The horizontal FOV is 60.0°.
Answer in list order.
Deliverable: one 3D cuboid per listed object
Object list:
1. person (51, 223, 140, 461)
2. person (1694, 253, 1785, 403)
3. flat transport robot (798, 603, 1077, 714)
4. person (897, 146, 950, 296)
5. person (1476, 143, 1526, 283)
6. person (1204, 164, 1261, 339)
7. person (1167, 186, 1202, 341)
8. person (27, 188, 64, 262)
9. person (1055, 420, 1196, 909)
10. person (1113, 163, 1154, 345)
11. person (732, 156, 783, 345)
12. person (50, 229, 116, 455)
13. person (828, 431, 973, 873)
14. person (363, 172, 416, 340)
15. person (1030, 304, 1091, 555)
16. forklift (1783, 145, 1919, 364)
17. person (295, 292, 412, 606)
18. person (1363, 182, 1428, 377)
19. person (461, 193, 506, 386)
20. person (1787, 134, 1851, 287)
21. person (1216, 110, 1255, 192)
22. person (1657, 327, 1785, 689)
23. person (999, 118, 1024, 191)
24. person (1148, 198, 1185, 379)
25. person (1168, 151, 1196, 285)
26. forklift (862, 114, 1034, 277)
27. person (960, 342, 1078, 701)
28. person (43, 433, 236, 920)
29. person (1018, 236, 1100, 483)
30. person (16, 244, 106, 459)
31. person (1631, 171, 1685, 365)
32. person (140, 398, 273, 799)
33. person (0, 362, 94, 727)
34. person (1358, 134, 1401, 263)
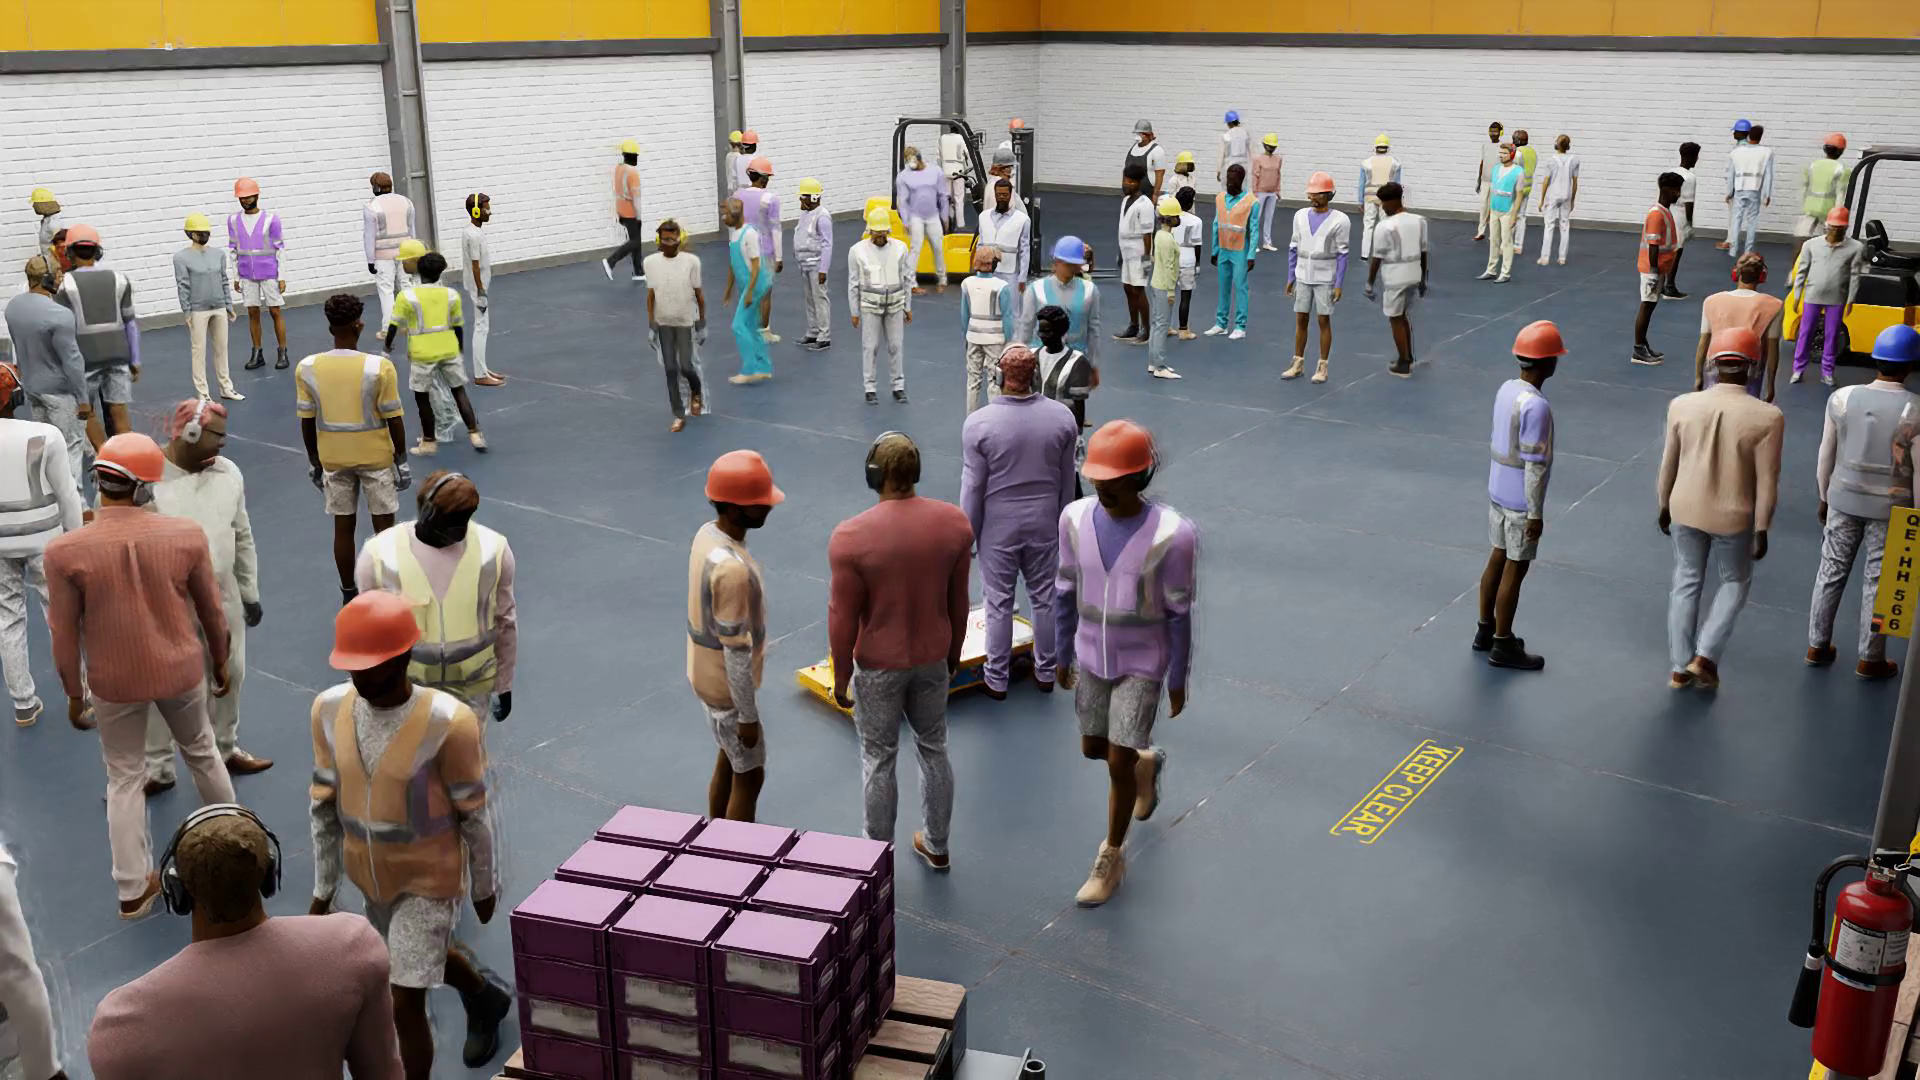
[{"bbox_3d":[-6.524,-1.380,12.620,0.567,2.005,0.626,15,23,39],"label":"person"},{"bbox_3d":[5.734,-1.194,12.331,0.566,1.835,0.382,14,23,38],"label":"person"},{"bbox_3d":[-0.111,0.635,9.131,1.431,0.197,0.652,-13,22,-35],"label":"flat transport robot"},{"bbox_3d":[-0.460,-4.079,21.258,0.665,1.890,0.487,-4,18,-11],"label":"person"},{"bbox_3d":[7.278,-4.372,22.251,0.390,1.843,0.565,-8,20,-25],"label":"person"},{"bbox_3d":[3.049,-3.199,18.466,0.398,1.917,0.589,-15,23,-39],"label":"person"},{"bbox_3d":[2.445,-3.055,18.381,0.530,1.689,0.321,15,23,39],"label":"person"},{"bbox_3d":[-9.621,-2.866,17.701,0.324,1.742,0.492,-13,22,-34],"label":"person"},{"bbox_3d":[0.701,0.454,6.898,0.612,2.017,0.822,11,21,32],"label":"person"},{"bbox_3d":[1.897,-3.124,18.175,0.383,1.954,0.646,-5,18,-16],"label":"person"},{"bbox_3d":[-2.180,-3.139,18.096,0.613,2.032,0.411,10,20,27],"label":"person"},{"bbox_3d":[-7.188,-1.623,13.646,0.514,1.857,0.358,-15,23,-38],"label":"person"},{"bbox_3d":[-0.245,0.497,6.888,0.628,1.931,0.378,-8,20,-25],"label":"person"},{"bbox_3d":[-6.315,-3.143,18.427,0.429,1.837,0.631,14,22,36],"label":"person"},{"bbox_3d":[0.628,-0.738,11.141,0.534,1.687,0.318,14,22,37],"label":"person"},{"bbox_3d":[9.803,-2.879,17.013,2.313,2.155,1.214,12,21,33],"label":"forklift"},{"bbox_3d":[-3.587,-0.491,9.915,0.618,1.962,0.361,0,18,1],"label":"person"},{"bbox_3d":[4.325,-2.587,16.542,0.641,1.920,0.592,-10,20,-30],"label":"person"},{"bbox_3d":[-4.643,-2.419,16.133,0.324,1.855,0.510,-6,19,-18],"label":"person"},{"bbox_3d":[11.352,-4.332,21.911,1.069,1.992,0.615,-15,23,-39],"label":"person"},{"bbox_3d":[4.627,-6.212,27.889,0.693,1.921,0.449,-4,18,-12],"label":"person"},{"bbox_3d":[4.004,-0.144,8.827,0.633,1.975,0.434,15,23,39],"label":"person"},{"bbox_3d":[0.855,-5.503,25.633,0.542,1.939,0.366,-9,20,-25],"label":"person"},{"bbox_3d":[2.049,-2.493,16.499,0.308,1.769,0.524,-1,18,-4],"label":"person"},{"bbox_3d":[2.964,-4.281,22.126,0.487,1.746,0.288,-16,24,-40],"label":"person"},{"bbox_3d":[-0.171,-4.594,22.377,2.313,2.155,1.214,1,18,3],"label":"forklift"},{"bbox_3d":[0.289,-0.092,8.759,0.639,1.910,0.406,-6,19,-18],"label":"person"},{"bbox_3d":[-3.319,0.524,6.780,0.653,1.949,0.543,-13,22,-34],"label":"person"},{"bbox_3d":[0.711,-1.334,12.647,0.727,1.931,0.400,-3,18,-10],"label":"person"},{"bbox_3d":[-6.914,-1.385,12.931,0.627,1.829,0.838,4,18,13],"label":"person"},{"bbox_3d":[7.190,-2.808,17.162,0.367,1.965,0.604,9,20,26],"label":"person"},{"bbox_3d":[-3.584,0.299,7.623,0.415,1.865,0.803,13,22,35],"label":"person"},{"bbox_3d":[-4.737,0.029,8.419,0.583,1.882,0.338,-5,18,-14],"label":"person"},{"bbox_3d":[6.035,-4.915,23.990,0.586,1.824,0.404,4,18,11],"label":"person"}]
